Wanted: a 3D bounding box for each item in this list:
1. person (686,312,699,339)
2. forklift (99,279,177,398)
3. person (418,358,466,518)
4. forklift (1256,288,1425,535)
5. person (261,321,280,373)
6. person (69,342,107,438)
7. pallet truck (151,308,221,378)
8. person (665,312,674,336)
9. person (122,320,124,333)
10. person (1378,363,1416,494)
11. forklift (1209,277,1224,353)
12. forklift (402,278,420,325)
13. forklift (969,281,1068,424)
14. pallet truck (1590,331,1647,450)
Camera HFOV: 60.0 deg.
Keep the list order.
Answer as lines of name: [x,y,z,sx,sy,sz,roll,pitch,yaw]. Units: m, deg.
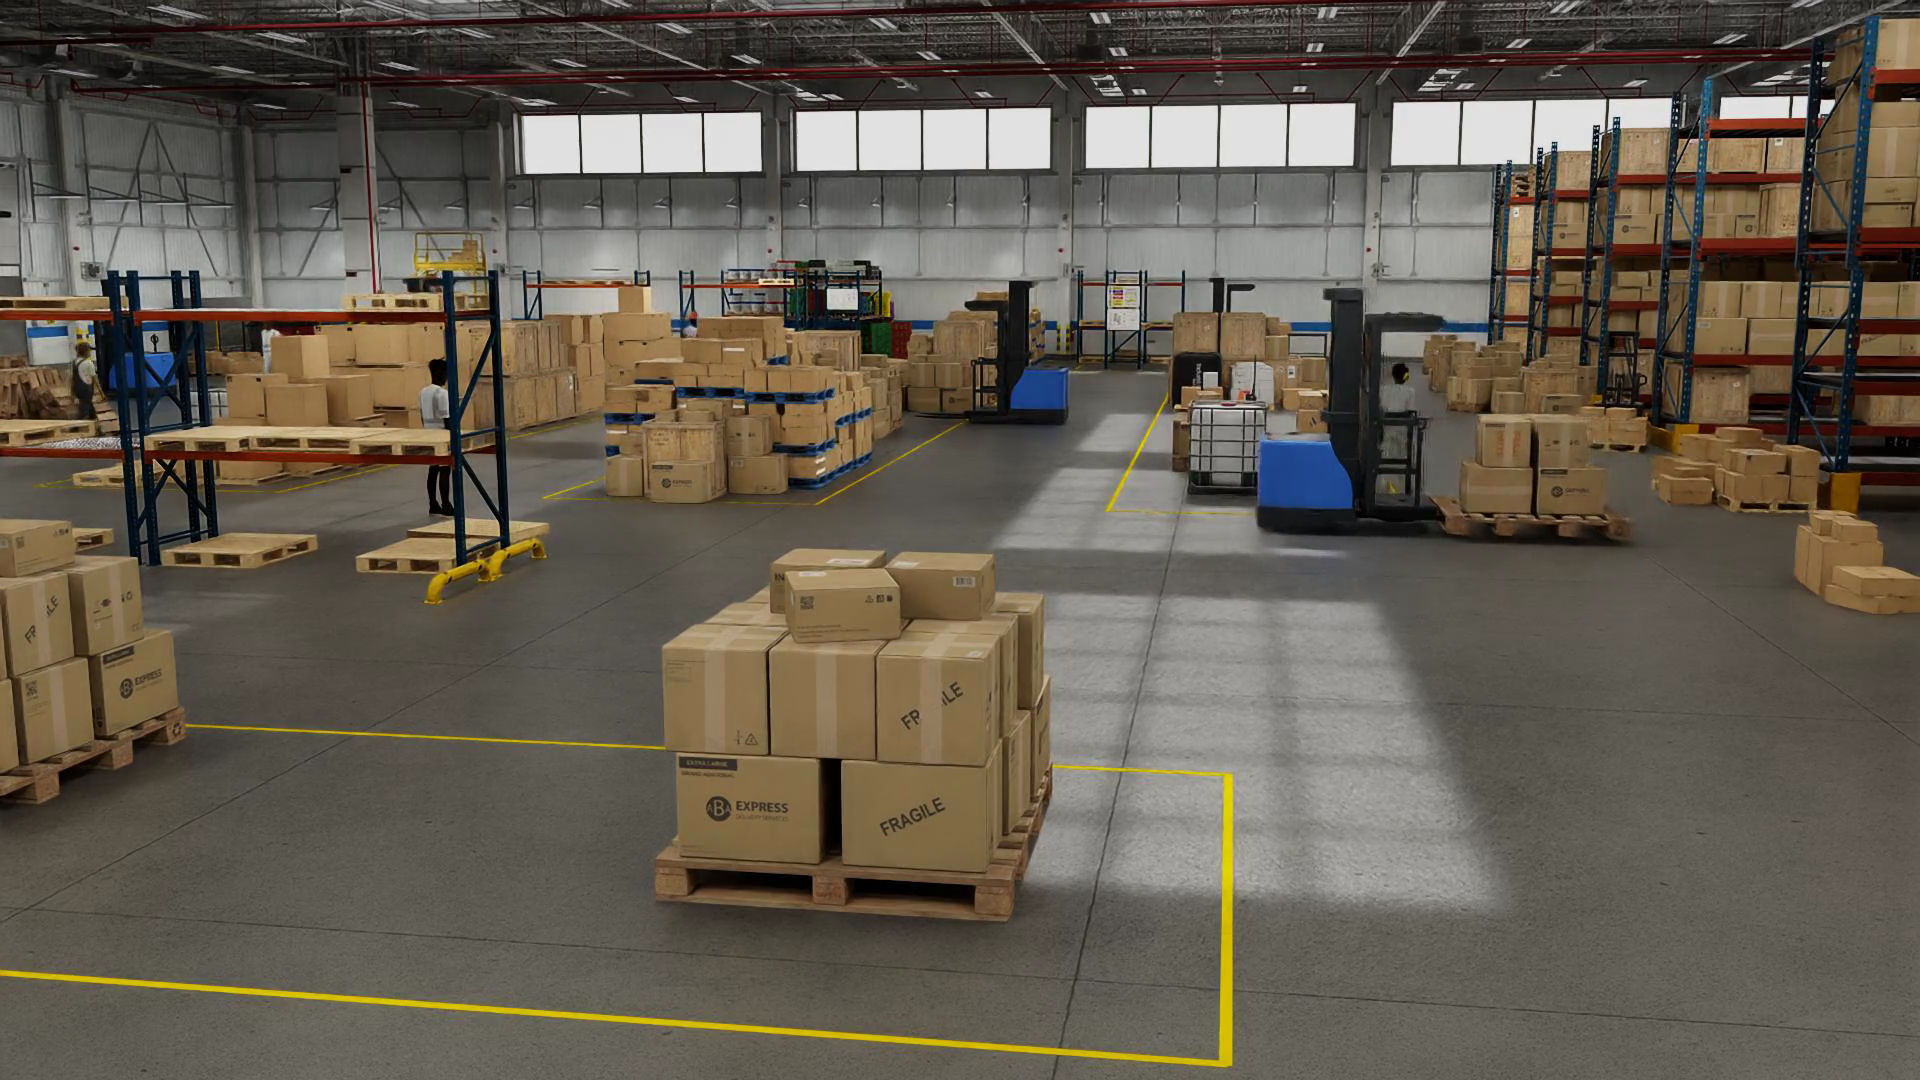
person: [-7.136,-5.116,44.429,0.451,1.921,0.547,-1,9,-4]
forklift: [-19.606,-4.720,39.027,1.873,2.768,1.129,1,9,9]
person: [-6.380,-1.246,20.413,0.604,1.964,0.367,8,12,41]
forklift: [4.433,-1.527,19.333,1.873,2.768,1.129,1,9,9]
person: [-17.099,-4.564,41.203,0.605,1.887,0.503,4,10,22]
person: [-15.173,-2.525,28.832,0.497,1.798,0.945,5,11,30]
pallet truck: [-21.869,-5.598,47.154,0.823,1.965,1.885,4,10,26]
person: [-7.885,-5.191,44.872,0.457,1.921,0.635,-5,11,-30]
person: [-25.880,-6.100,51.386,0.314,1.629,0.509,0,9,-2]
person: [5.719,-1.389,21.713,0.539,1.829,0.922,5,11,30]
forklift: [7.486,-6.243,48.417,1.873,2.768,1.129,1,9,9]
forklift: [-14.450,-5.540,44.084,1.873,2.768,1.129,-3,10,-19]
forklift: [1.194,-3.753,33.059,1.873,2.768,1.129,1,9,9]
pallet truck: [11.253,-2.573,28.499,0.823,1.965,1.885,5,10,27]
